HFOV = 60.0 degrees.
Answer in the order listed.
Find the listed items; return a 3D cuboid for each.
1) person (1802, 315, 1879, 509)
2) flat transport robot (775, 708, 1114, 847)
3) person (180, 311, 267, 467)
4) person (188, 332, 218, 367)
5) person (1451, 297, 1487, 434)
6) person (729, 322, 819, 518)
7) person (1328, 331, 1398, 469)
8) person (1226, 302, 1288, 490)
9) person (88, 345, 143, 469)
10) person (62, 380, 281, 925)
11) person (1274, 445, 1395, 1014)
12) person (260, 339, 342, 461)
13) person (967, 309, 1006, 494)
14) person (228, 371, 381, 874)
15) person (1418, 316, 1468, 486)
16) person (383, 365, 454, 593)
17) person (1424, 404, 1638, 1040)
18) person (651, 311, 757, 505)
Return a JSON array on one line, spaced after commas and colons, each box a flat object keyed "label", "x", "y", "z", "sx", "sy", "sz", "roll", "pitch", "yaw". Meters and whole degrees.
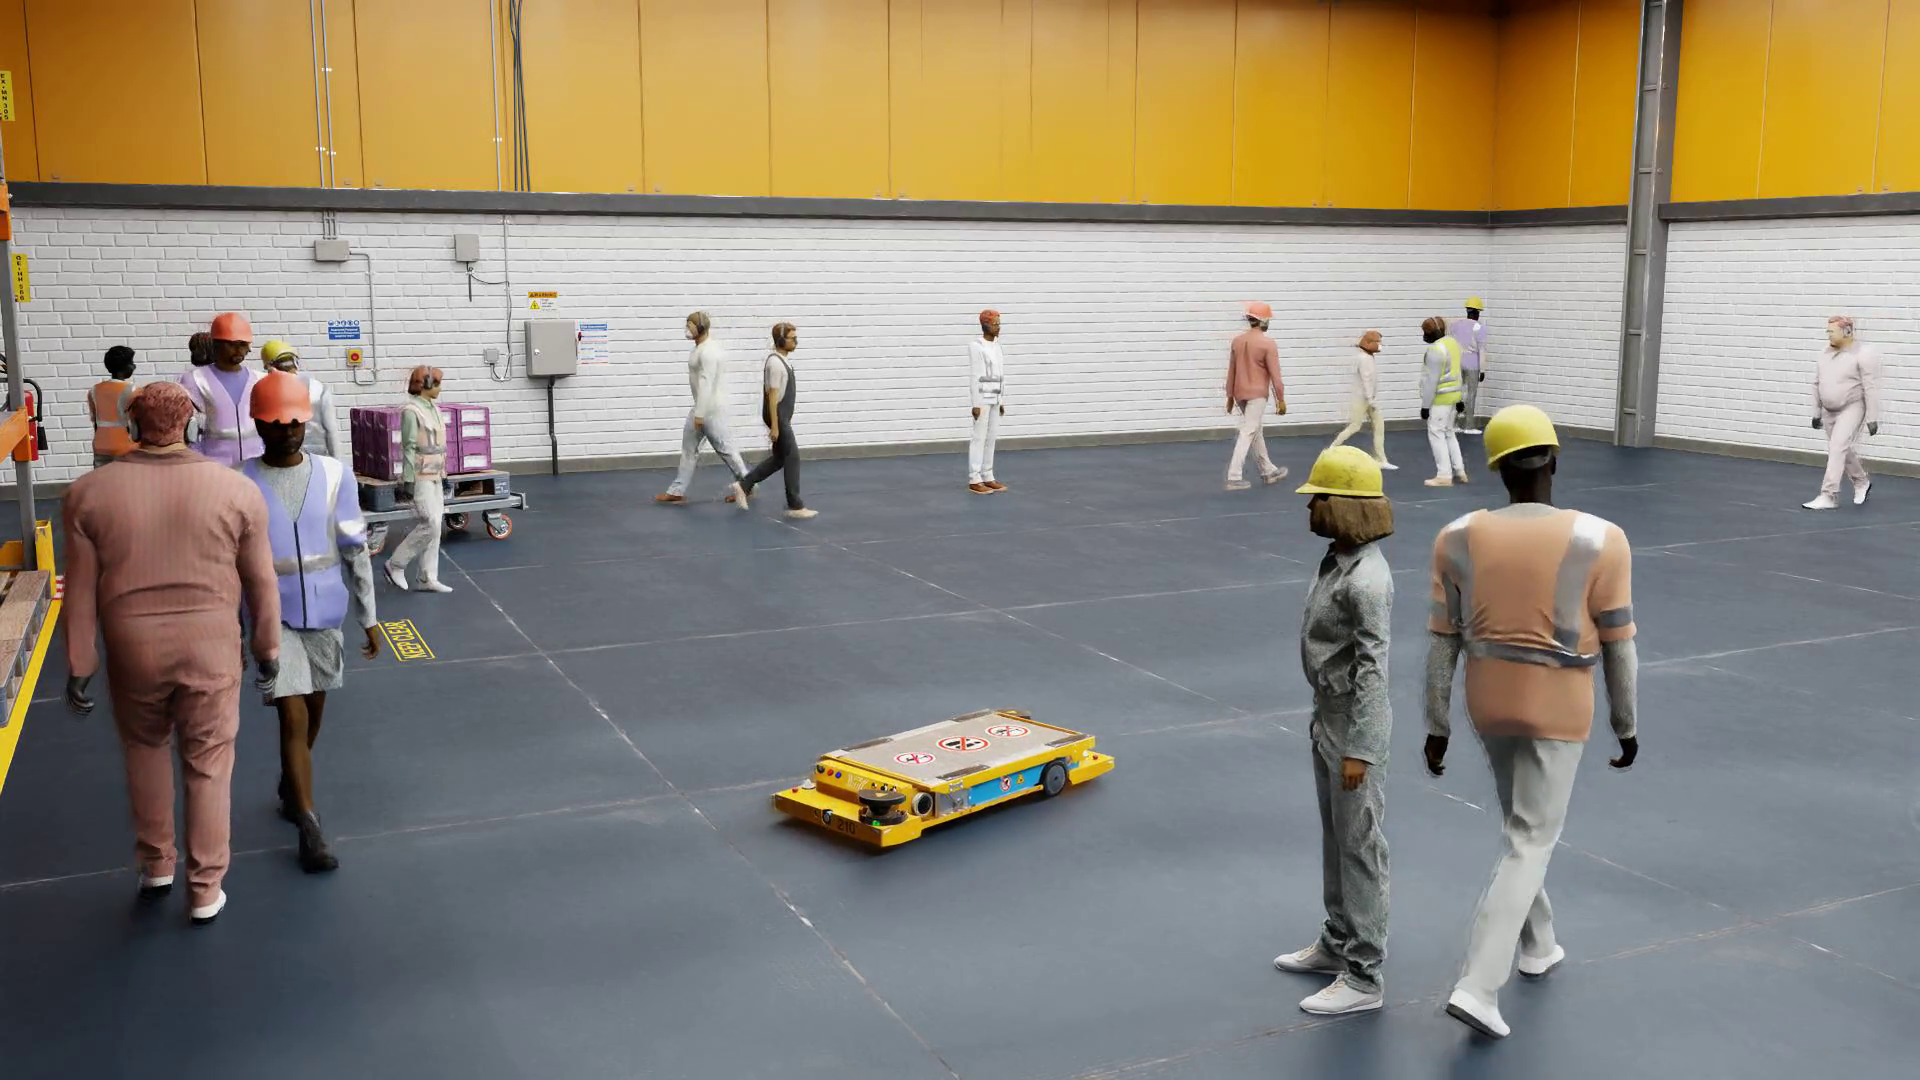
[{"label": "person", "x": 8.561, "y": -1.232, "z": 16.018, "sx": 0.934, "sy": 1.861, "sz": 0.691, "roll": -3, "pitch": 10, "yaw": -17}, {"label": "flat transport robot", "x": -0.037, "y": 0.985, "z": 7.148, "sx": 0.652, "sy": 0.197, "sz": 1.431, "roll": 9, "pitch": 13, "yaw": 43}, {"label": "person", "x": -4.797, "y": -0.490, "z": 10.904, "sx": 0.603, "sy": 2.020, "sz": 0.878, "roll": -9, "pitch": 13, "yaw": -43}, {"label": "person", "x": -5.544, "y": -0.652, "z": 12.495, "sx": 0.665, "sy": 1.824, "sz": 0.628, "roll": 3, "pitch": 10, "yaw": 19}, {"label": "person", "x": 7.119, "y": -2.433, "z": 23.261, "sx": 0.389, "sy": 1.918, "sz": 0.581, "roll": -7, "pitch": 12, "yaw": -38}, {"label": "person", "x": -1.734, "y": -1.101, "z": 15.337, "sx": 0.785, "sy": 1.824, "sz": 0.513, "roll": 0, "pitch": 9, "yaw": 1}, {"label": "person", "x": 4.628, "y": -1.616, "z": 19.180, "sx": 0.801, "sy": 1.599, "sz": 0.499, "roll": 6, "pitch": 11, "yaw": 32}, {"label": "person", "x": 3.172, "y": -1.510, "z": 17.428, "sx": 1.005, "sy": 1.942, "sz": 0.640, "roll": -6, "pitch": 11, "yaw": -32}, {"label": "person", "x": -6.669, "y": -0.698, "z": 13.216, "sx": 0.537, "sy": 1.685, "sz": 0.332, "roll": 3, "pitch": 10, "yaw": 20}, {"label": "person", "x": -2.760, "y": 0.381, "z": 5.885, "sx": 0.686, "sy": 1.882, "sz": 0.659, "roll": -3, "pitch": 10, "yaw": -20}, {"label": "person", "x": 1.165, "y": 0.578, "z": 5.114, "sx": 0.306, "sy": 1.745, "sz": 0.483, "roll": 0, "pitch": 9, "yaw": 0}, {"label": "person", "x": -4.797, "y": -0.556, "z": 12.021, "sx": 0.629, "sy": 1.784, "sz": 0.587, "roll": -3, "pitch": 10, "yaw": -19}, {"label": "person", "x": 0.279, "y": -1.416, "z": 17.052, "sx": 0.337, "sy": 1.882, "sz": 0.584, "roll": 5, "pitch": 11, "yaw": 29}, {"label": "person", "x": -2.622, "y": 0.274, "z": 6.557, "sx": 0.560, "sy": 1.894, "sz": 0.983, "roll": -6, "pitch": 11, "yaw": -35}, {"label": "person", "x": 5.093, "y": -1.461, "z": 17.600, "sx": 0.465, "sy": 1.803, "sz": 0.723, "roll": 7, "pitch": 11, "yaw": 36}, {"label": "person", "x": -3.785, "y": -0.424, "z": 11.717, "sx": 0.394, "sy": 1.614, "sz": 0.520, "roll": 1, "pitch": 9, "yaw": 4}, {"label": "person", "x": 1.693, "y": 0.535, "z": 5.059, "sx": 0.610, "sy": 1.871, "sz": 0.949, "roll": 9, "pitch": 13, "yaw": 43}, {"label": "person", "x": -2.462, "y": -1.271, "z": 16.157, "sx": 1.020, "sy": 1.890, "sz": 0.650, "roll": -3, "pitch": 10, "yaw": -20}]
